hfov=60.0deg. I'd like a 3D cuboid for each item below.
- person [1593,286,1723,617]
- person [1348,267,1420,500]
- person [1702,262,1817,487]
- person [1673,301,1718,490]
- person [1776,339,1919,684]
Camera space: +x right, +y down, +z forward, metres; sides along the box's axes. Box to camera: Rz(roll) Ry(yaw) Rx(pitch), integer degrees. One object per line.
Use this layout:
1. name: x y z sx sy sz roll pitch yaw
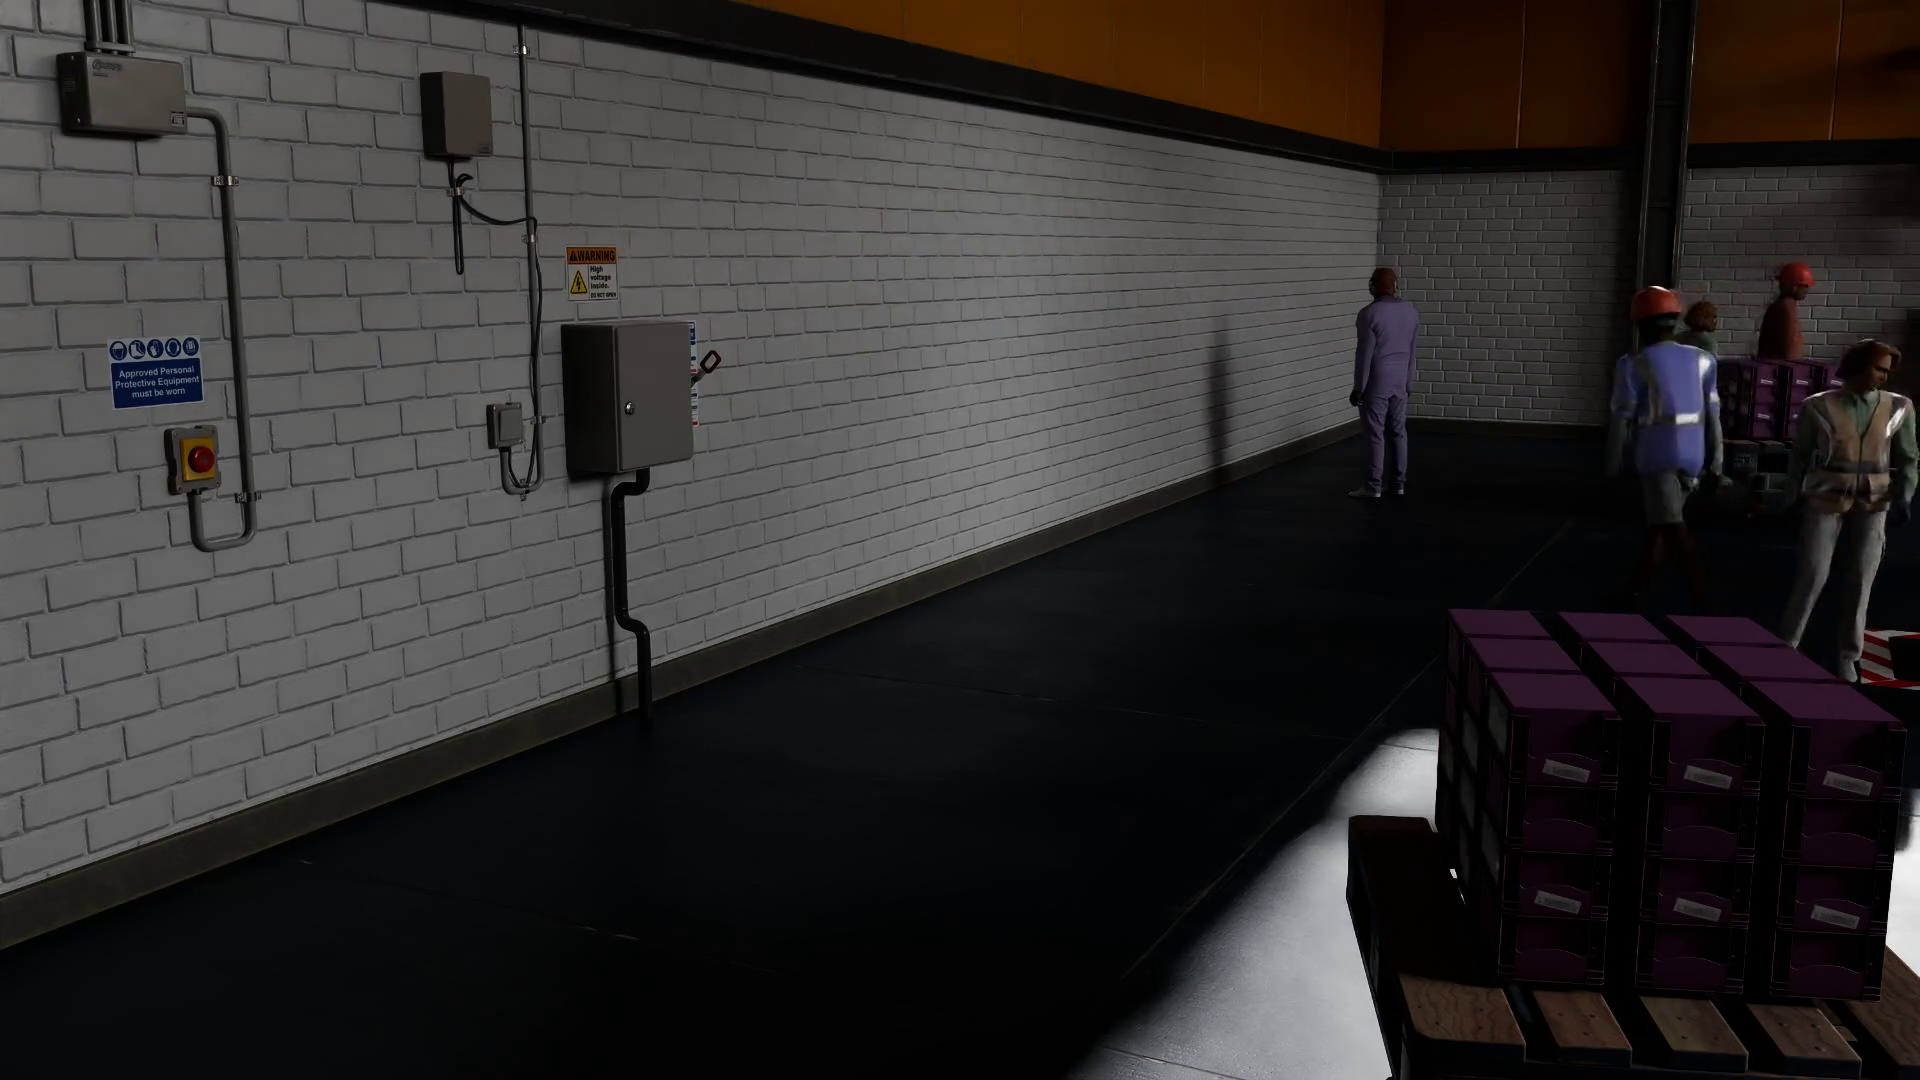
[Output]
1. person: 3.771 -0.409 8.822 0.554 1.858 1.062 -2 10 -12
2. person: 3.461 -1.284 13.709 0.645 1.903 0.400 -6 11 -30
3. person: 6.933 -1.400 14.243 0.983 1.959 0.632 3 10 17
4. person: 6.252 -1.205 14.069 0.598 1.610 0.534 -3 10 -14
5. person: 4.194 -0.128 7.837 0.557 1.618 0.445 2 10 12
